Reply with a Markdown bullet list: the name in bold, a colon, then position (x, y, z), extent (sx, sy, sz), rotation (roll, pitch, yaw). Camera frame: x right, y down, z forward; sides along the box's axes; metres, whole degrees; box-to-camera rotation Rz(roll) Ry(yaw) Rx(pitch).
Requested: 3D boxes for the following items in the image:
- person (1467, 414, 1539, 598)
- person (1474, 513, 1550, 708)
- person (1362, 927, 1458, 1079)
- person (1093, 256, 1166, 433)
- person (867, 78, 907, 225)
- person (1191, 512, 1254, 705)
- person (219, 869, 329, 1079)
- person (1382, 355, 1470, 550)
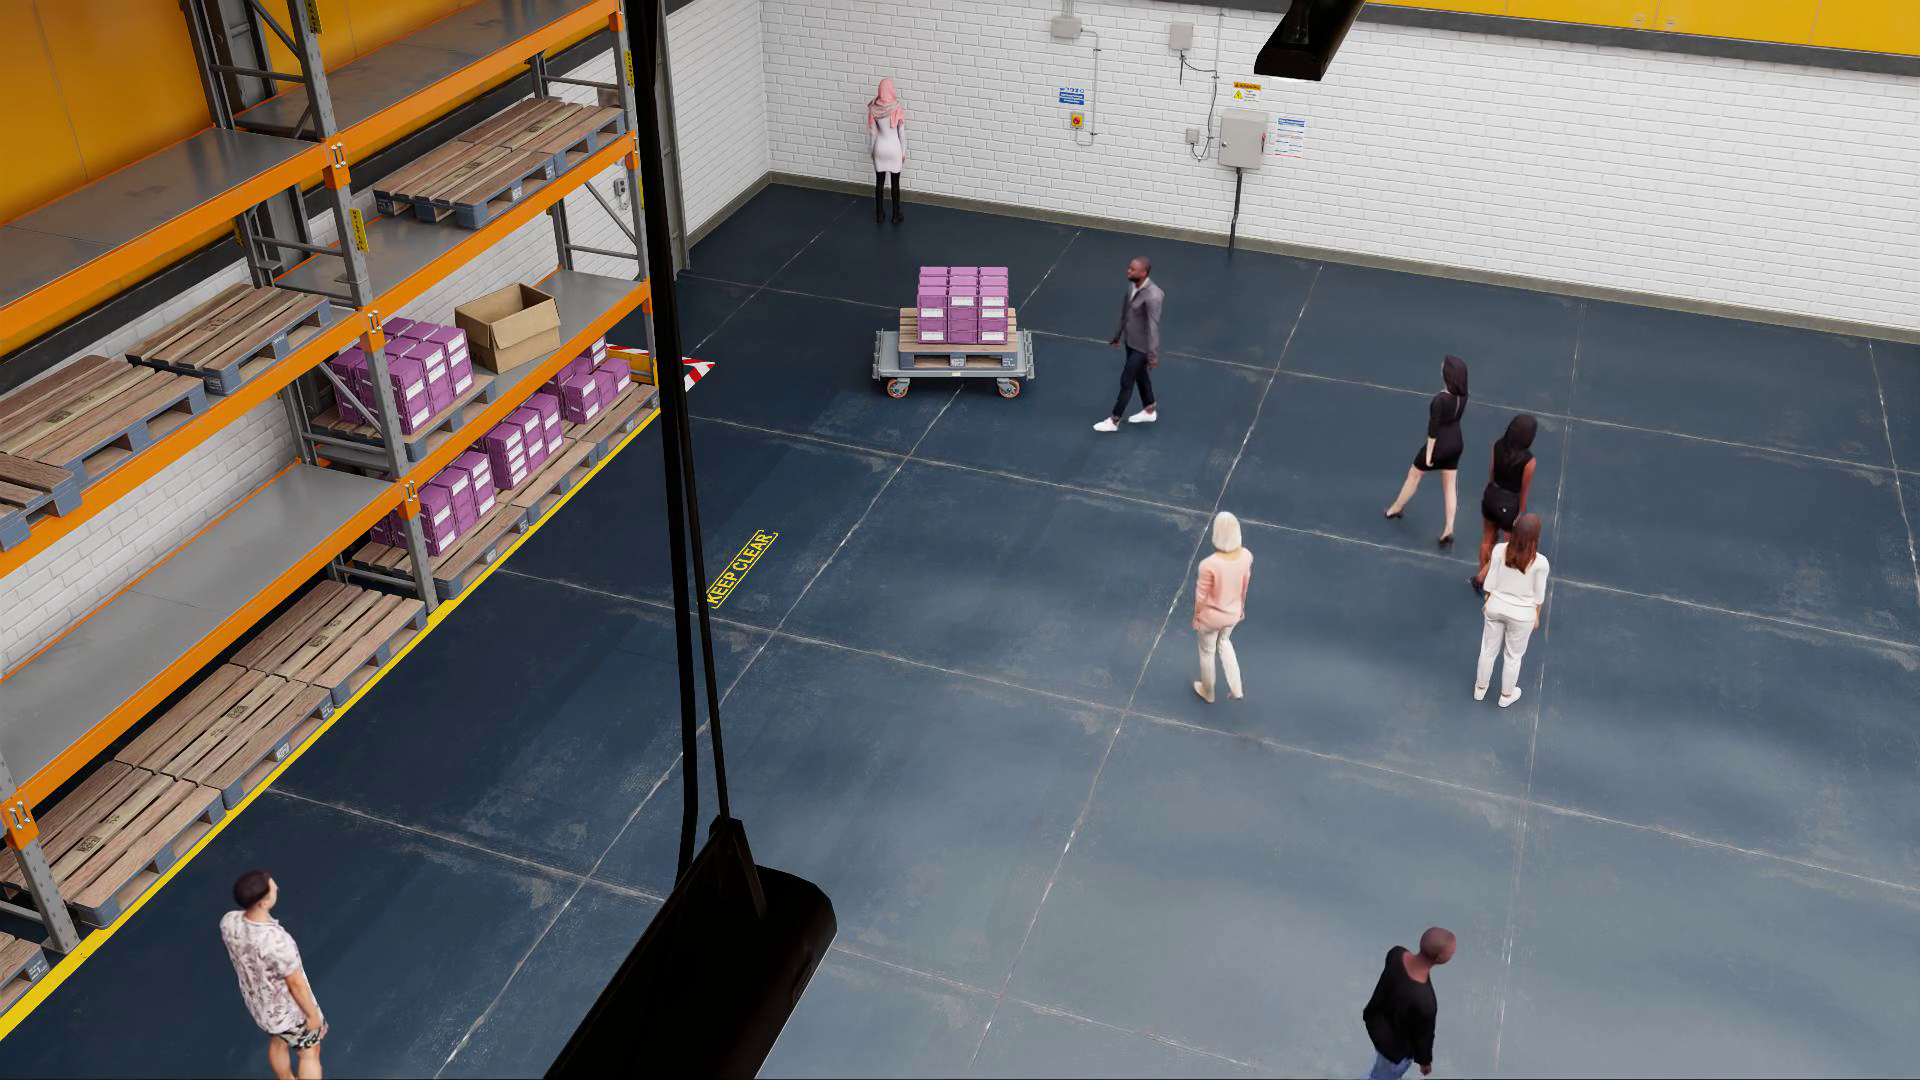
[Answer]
- **person**: position (4.402, -0.236, 13.658), extent (0.924, 1.728, 0.837), rotation (-21, 39, -29)
- **person**: position (4.163, 0.524, 12.551), extent (0.641, 1.688, 0.607), rotation (20, 38, 27)
- **person**: position (2.307, 2.765, 9.144), extent (0.804, 1.726, 0.710), rotation (-6, 34, -10)
- **person**: position (1.821, -1.899, 16.101), extent (1.095, 1.792, 1.068), rotation (-9, 35, -14)
- **person**: position (-0.886, -4.774, 20.417), extent (0.672, 1.803, 0.654), rotation (5, 34, 7)
- **person**: position (1.978, 0.586, 12.432), extent (0.815, 1.715, 0.871), rotation (-16, 37, -22)
- **person**: position (-3.843, 2.573, 9.356), extent (0.706, 1.812, 0.628), rotation (17, 37, 24)
- **person**: position (4.212, -0.720, 14.354), extent (0.998, 1.764, 1.042), rotation (-16, 37, -23)
